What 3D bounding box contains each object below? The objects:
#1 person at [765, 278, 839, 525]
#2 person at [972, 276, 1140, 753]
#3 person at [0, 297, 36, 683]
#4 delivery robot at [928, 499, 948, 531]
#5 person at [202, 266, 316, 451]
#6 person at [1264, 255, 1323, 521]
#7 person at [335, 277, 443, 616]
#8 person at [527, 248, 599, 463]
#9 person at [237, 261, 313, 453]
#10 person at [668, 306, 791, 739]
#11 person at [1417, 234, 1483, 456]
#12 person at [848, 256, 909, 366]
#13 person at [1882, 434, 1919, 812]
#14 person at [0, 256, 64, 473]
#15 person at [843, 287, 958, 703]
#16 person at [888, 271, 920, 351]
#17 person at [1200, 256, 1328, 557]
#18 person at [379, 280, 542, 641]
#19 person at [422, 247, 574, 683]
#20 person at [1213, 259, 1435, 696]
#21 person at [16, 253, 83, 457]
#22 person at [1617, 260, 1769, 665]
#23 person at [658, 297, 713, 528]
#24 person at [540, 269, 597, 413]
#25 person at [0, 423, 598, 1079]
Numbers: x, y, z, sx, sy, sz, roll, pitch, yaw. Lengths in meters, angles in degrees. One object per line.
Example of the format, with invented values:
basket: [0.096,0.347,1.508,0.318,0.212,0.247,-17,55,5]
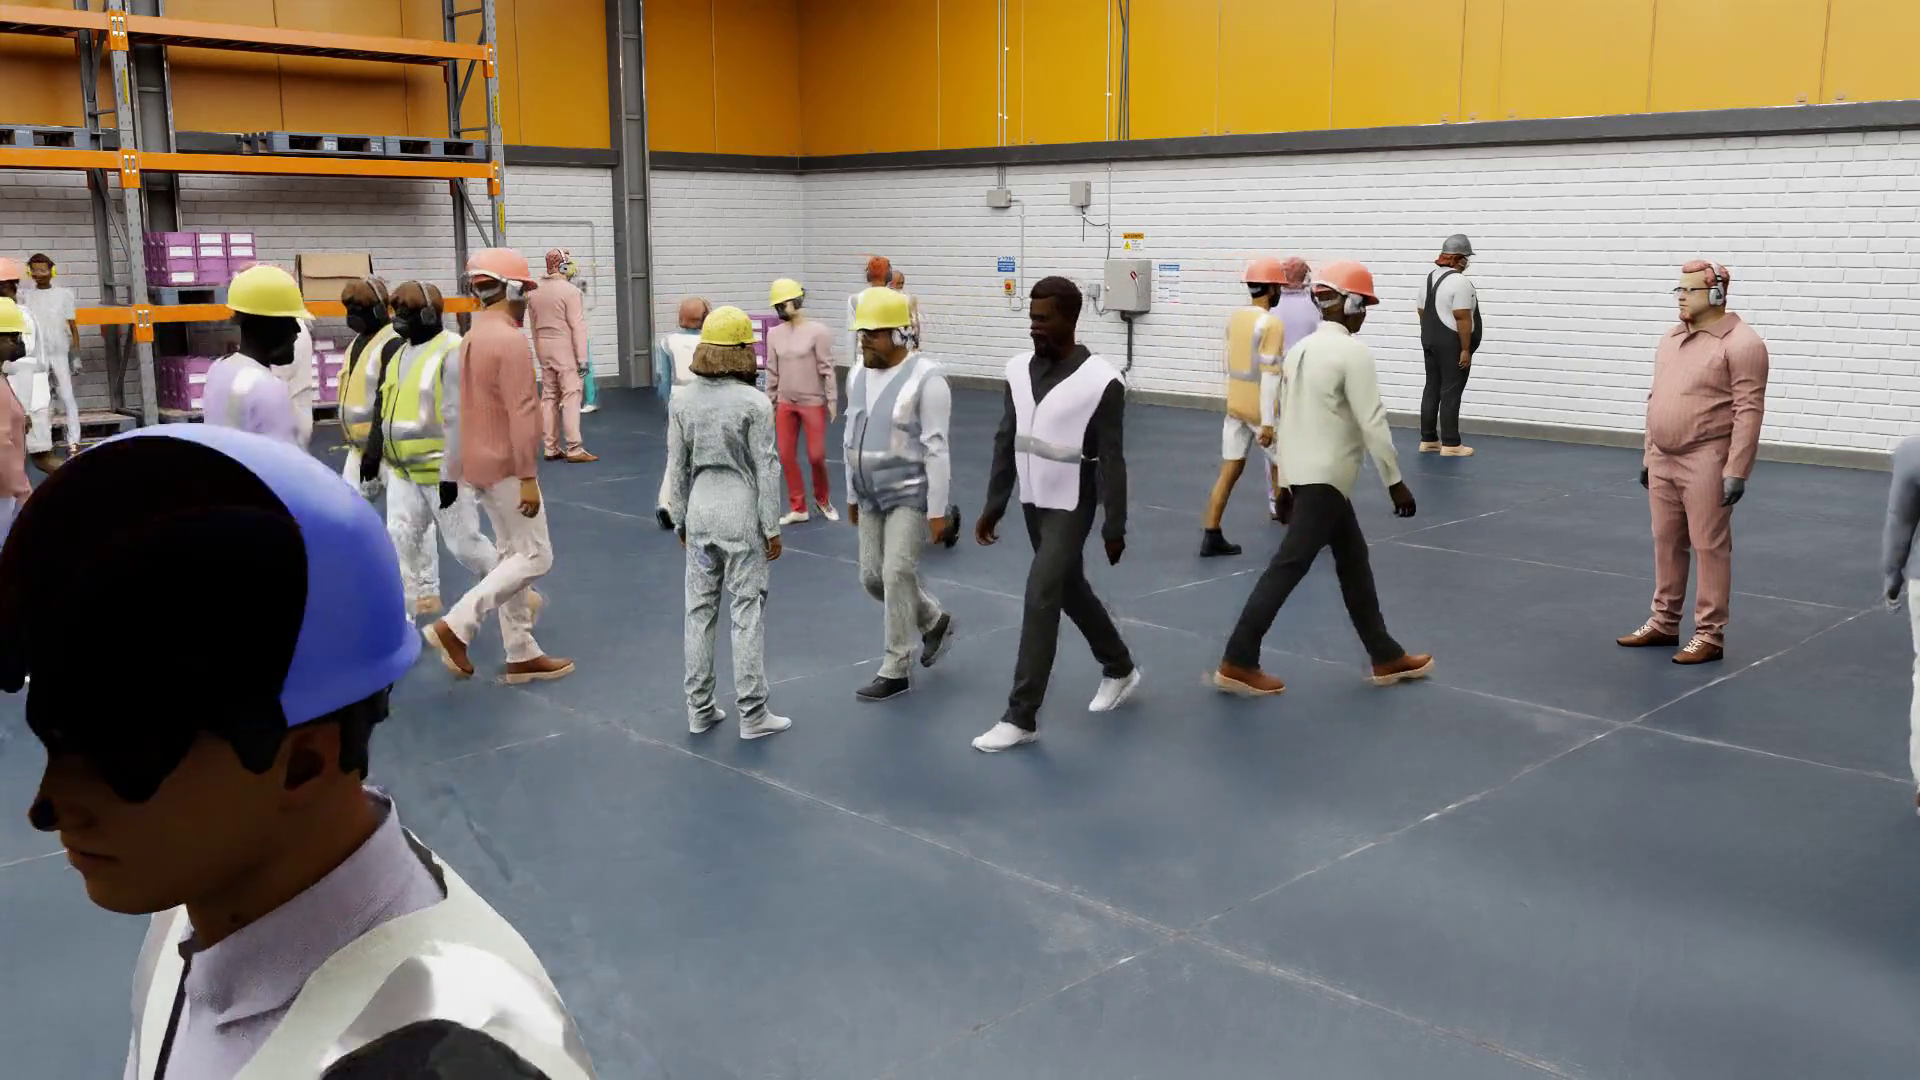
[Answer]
person: [-1.075,-0.957,11.618,0.553,1.734,0.544,5,12,27]
person: [0.437,-0.136,6.771,1.023,1.875,0.581,-8,13,-38]
person: [-4.242,-0.206,7.491,0.656,1.749,0.538,-4,11,-23]
delivery robot: [-0.321,-0.240,10.652,0.477,0.478,0.707,3,11,15]
person: [-2.460,-0.027,6.036,0.477,1.909,0.629,-7,13,-35]
person: [2.292,-1.032,11.588,0.669,1.889,0.705,4,11,20]
person: [-3.112,-0.450,8.667,0.616,1.803,0.815,10,15,44]
person: [-3.540,-1.640,14.853,0.643,1.909,0.410,7,13,34]
person: [-3.688,-0.587,9.170,0.680,1.884,0.646,-1,10,-4]
person: [-0.932,-0.069,6.731,0.494,1.743,0.307,5,11,24]
person: [4.561,-1.806,15.395,0.536,2.000,0.688,-3,11,-17]
person: [-0.695,-1.536,14.479,0.588,1.838,0.887,3,11,17]
person: [3.530,0.153,5.835,0.536,1.614,0.469,9,14,39]
person: [-6.105,-0.923,10.978,0.915,1.901,0.591,-8,13,-37]
person: [-0.242,-0.215,7.358,0.631,1.809,0.618,10,14,43]
person: [-0.743,-2.369,19.648,0.544,1.592,0.835,1,10,3]
person: [1.926,-0.827,10.473,0.899,1.891,0.567,-5,11,-24]
person: [-2.504,-0.347,8.053,0.618,1.818,0.870,8,13,37]
person: [-2.088,-0.304,7.395,0.600,1.970,0.644,-7,13,-34]
person: [1.611,-0.270,7.363,1.078,1.926,0.621,-1,10,-7]
person: [-8.315,-1.680,15.202,0.515,1.862,0.328,-3,11,-14]
person: [3.477,-0.370,7.926,0.407,1.906,0.655,-3,11,-18]
person: [-1.881,-0.895,11.638,0.512,1.605,0.799,2,11,12]
person: [-4.478,-2.261,18.727,0.530,1.721,0.893,9,14,42]
person: [-0.547,0.861,1.231,1.008,1.890,0.622,-6,12,-30]
